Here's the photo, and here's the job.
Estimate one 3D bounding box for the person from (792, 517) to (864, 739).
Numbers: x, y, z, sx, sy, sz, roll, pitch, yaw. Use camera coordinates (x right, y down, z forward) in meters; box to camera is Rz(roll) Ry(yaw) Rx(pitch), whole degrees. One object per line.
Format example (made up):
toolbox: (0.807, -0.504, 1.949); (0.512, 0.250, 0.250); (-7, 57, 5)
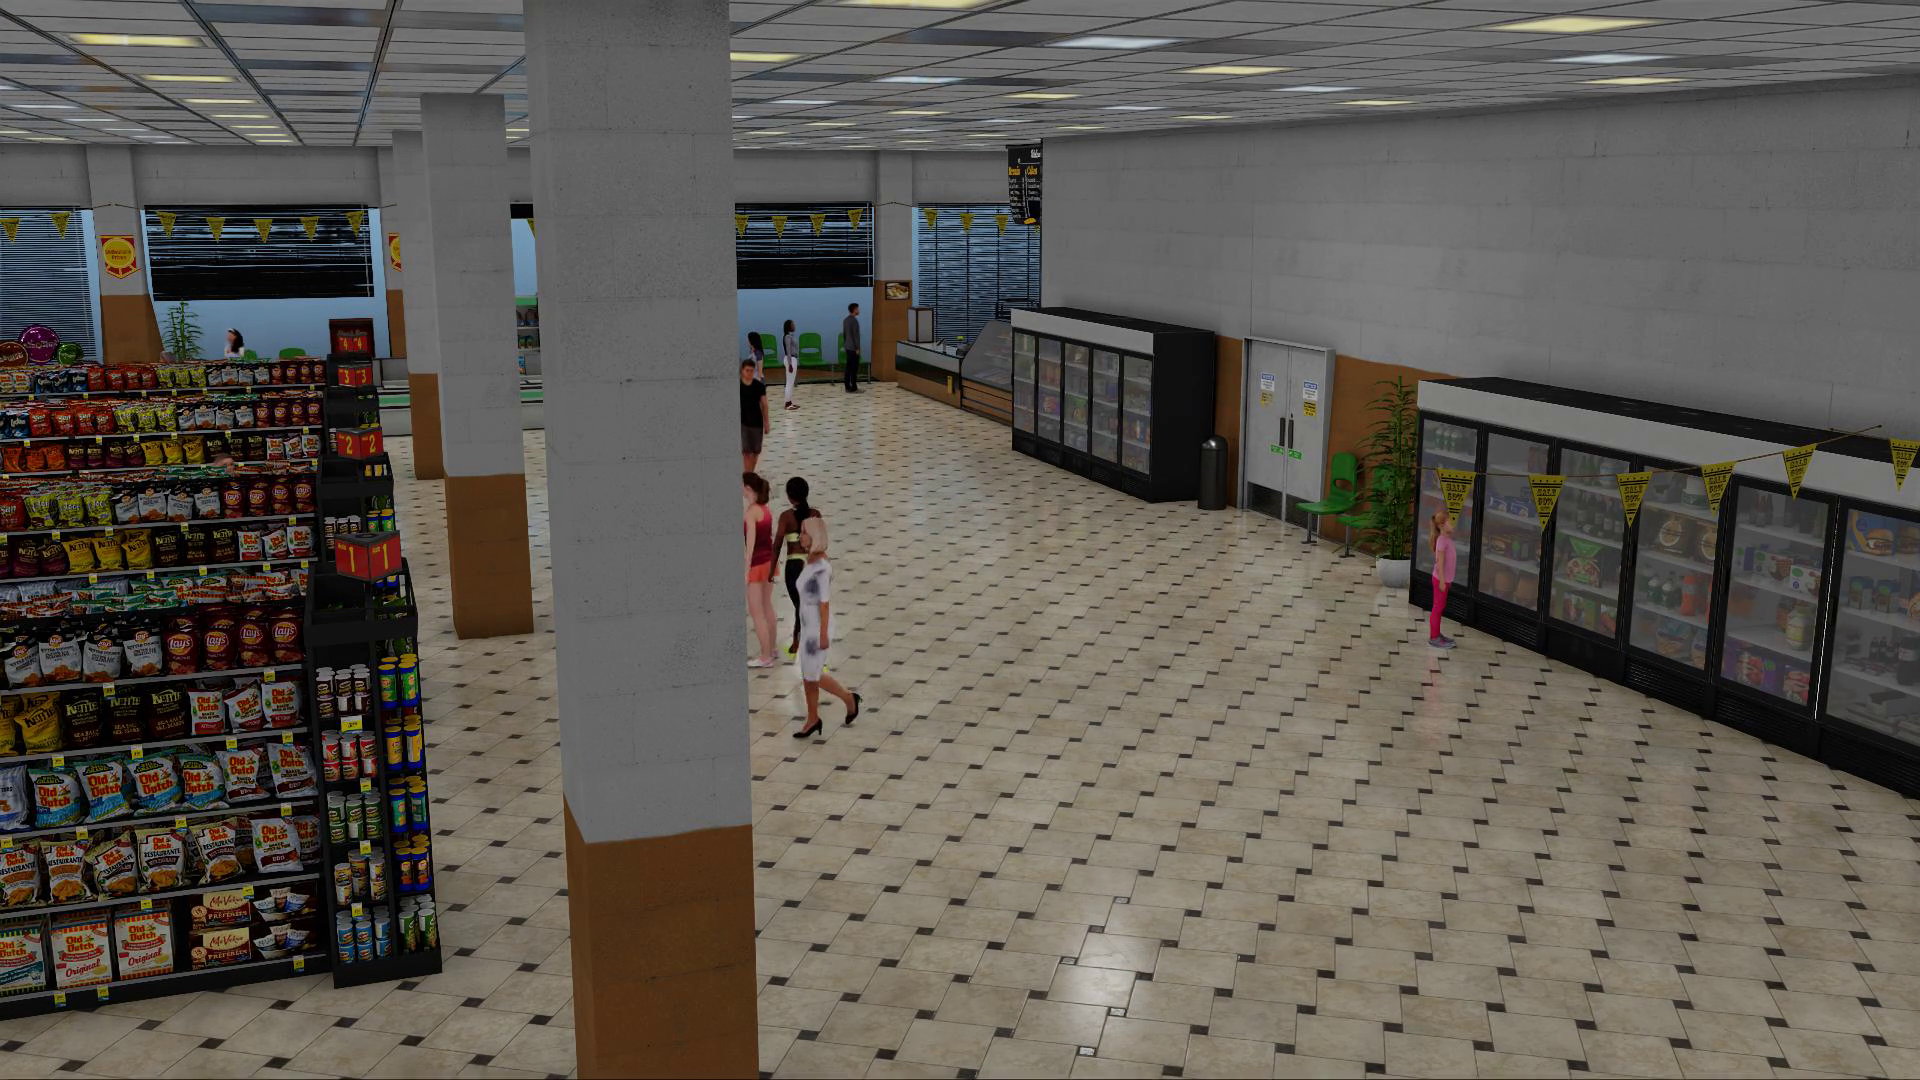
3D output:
person: (-1.035, 0.680, 12.764); (0.774, 1.736, 0.576); (-5, 13, -22)

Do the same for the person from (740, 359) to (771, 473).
person: (-2.966, -1.622, 23.465); (1.223, 1.831, 0.848); (-3, 12, -12)

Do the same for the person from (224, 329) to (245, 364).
person: (-12.583, -2.786, 29.141); (1.124, 1.768, 1.269); (8, 14, 33)

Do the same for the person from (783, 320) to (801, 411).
person: (-3.268, -3.395, 32.140); (0.653, 1.724, 0.673); (1, 12, 5)

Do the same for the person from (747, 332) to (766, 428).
person: (-3.641, -2.873, 29.705); (0.560, 1.706, 0.616); (-6, 13, -27)

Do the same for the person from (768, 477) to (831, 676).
person: (-1.319, 0.365, 14.345); (1.144, 1.699, 0.777); (-7, 14, -30)

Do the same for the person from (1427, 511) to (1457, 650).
person: (4.474, 0.353, 15.444); (0.645, 1.270, 0.585); (5, 13, 24)

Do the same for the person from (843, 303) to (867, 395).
person: (-2.237, -4.000, 34.660); (0.638, 1.871, 0.727); (-7, 14, -29)

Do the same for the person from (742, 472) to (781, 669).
person: (-1.756, 0.254, 14.777); (0.820, 1.739, 0.769); (4, 12, 17)
